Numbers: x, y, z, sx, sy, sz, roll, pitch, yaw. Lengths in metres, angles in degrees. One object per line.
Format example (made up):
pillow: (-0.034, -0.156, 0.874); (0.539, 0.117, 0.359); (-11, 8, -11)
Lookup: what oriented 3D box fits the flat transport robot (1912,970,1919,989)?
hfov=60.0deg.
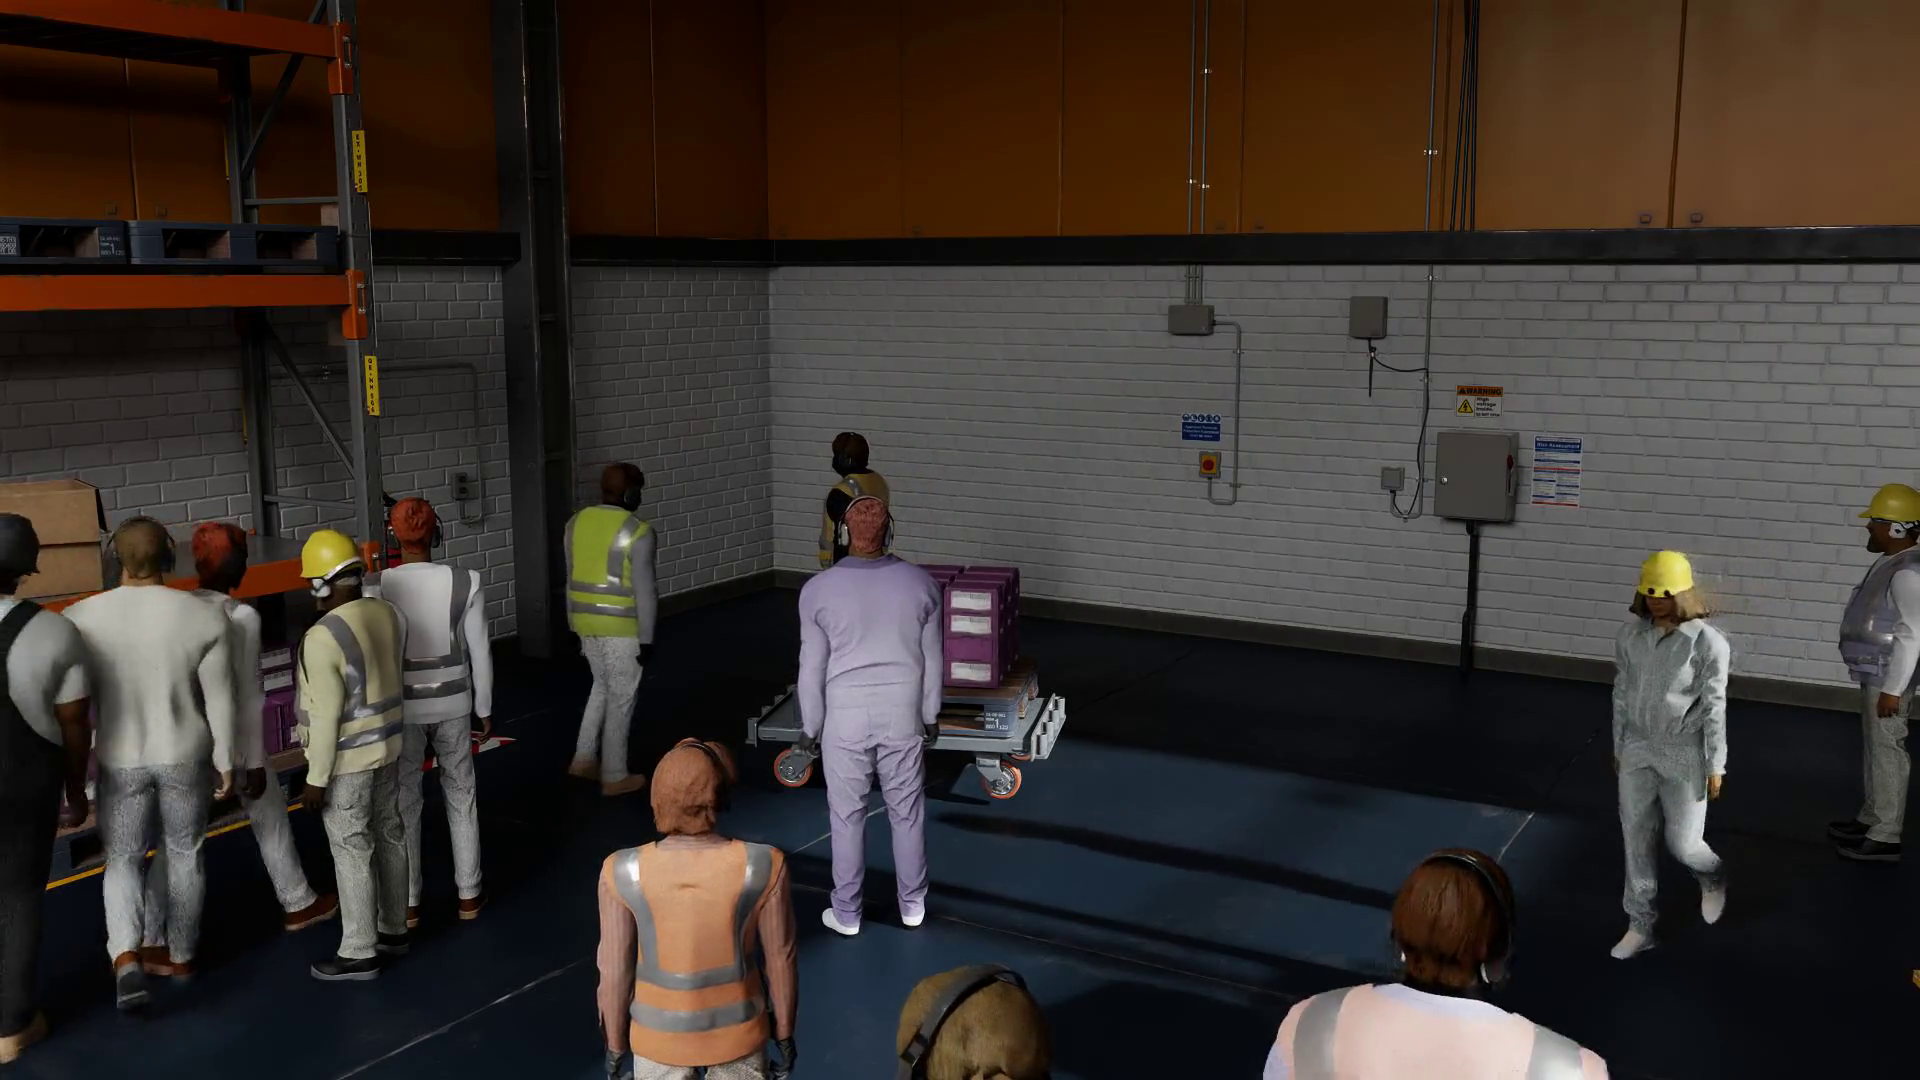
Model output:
flat transport robot: (4.411, 1.731, 6.126); (1.431, 0.197, 0.652); (1, 9, 9)

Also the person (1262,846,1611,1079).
person: (0.923, 1.448, 3.122); (0.640, 1.806, 0.899); (6, 11, 34)

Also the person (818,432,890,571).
person: (-0.682, 0.229, 10.610); (0.429, 1.841, 0.634); (4, 10, 21)

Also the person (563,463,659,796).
person: (-1.891, 0.488, 9.114); (0.635, 1.817, 0.437); (6, 11, 32)

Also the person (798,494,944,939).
person: (-0.386, 0.753, 7.138); (0.636, 1.911, 0.405); (-3, 9, -16)

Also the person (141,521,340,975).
person: (-3.081, 0.839, 6.854); (0.588, 1.834, 1.019); (4, 10, 24)

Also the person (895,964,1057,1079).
person: (-0.022, 1.508, 2.345); (0.377, 1.934, 0.629); (4, 10, 26)

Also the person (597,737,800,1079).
person: (-0.682, 1.330, 4.376); (0.525, 1.637, 0.307); (-1, 9, -8)

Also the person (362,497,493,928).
person: (-2.324, 0.747, 7.246); (0.576, 1.885, 0.355); (-3, 10, -19)

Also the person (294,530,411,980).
person: (-2.463, 0.862, 6.722); (0.403, 1.823, 0.586); (2, 9, 13)

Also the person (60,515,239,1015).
person: (-3.114, 0.866, 6.419); (0.640, 1.922, 0.736); (-4, 10, -23)

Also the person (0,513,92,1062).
person: (-3.579, 0.868, 6.006); (0.829, 2.000, 0.540); (-6, 11, -32)

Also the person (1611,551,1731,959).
person: (2.968, 0.879, 6.911); (0.566, 1.719, 0.508); (-8, 12, -39)

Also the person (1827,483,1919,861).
person: (4.495, 0.636, 8.097); (0.404, 1.832, 0.600); (4, 10, 22)
